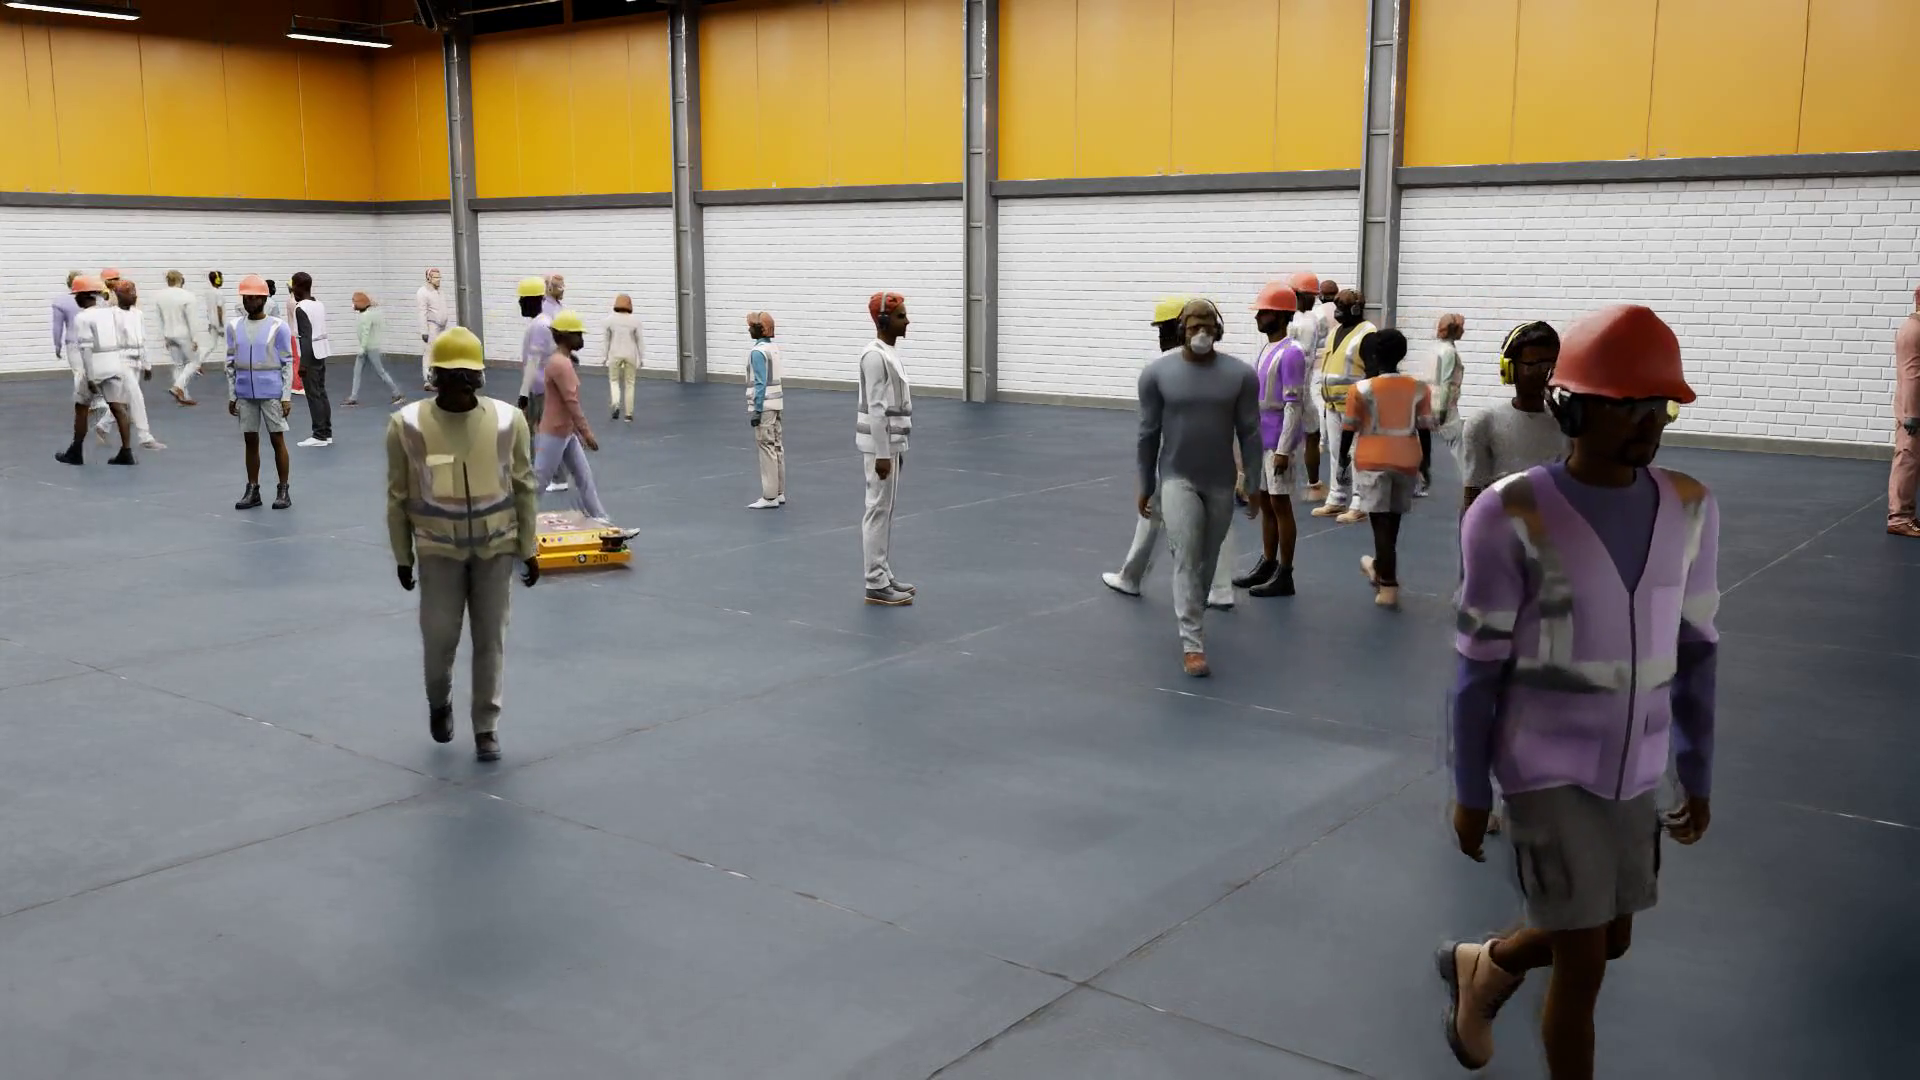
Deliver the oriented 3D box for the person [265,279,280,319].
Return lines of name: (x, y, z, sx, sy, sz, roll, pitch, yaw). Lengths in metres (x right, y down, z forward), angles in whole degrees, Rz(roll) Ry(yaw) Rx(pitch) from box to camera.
person: (-11.401, -3.450, 27.484, 0.322, 1.696, 0.536, -9, 13, -41)

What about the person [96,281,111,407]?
person: (-11.868, -2.706, 23.020, 0.323, 1.743, 0.489, -3, 10, -15)

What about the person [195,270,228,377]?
person: (-12.889, -3.727, 28.720, 0.521, 1.837, 0.841, 7, 12, 37)

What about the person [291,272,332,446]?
person: (-7.153, -1.993, 18.369, 0.373, 1.914, 0.596, -1, 10, -4)

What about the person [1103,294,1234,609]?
person: (1.315, -0.534, 10.024, 0.579, 1.866, 0.969, -7, 12, -35)

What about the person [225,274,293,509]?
person: (-5.805, -1.219, 13.788, 0.545, 1.943, 0.347, 0, 10, 0)

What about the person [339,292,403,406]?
person: (-8.250, -2.672, 23.277, 0.831, 1.589, 0.500, -7, 12, -34)

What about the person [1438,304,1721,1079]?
person: (1.359, 0.470, 3.765, 0.619, 2.012, 0.878, -3, 10, -15)

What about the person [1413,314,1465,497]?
person: (4.237, -1.146, 14.353, 0.849, 1.592, 0.527, 0, 10, -1)

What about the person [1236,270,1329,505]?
person: (2.719, -1.262, 13.943, 1.067, 1.995, 0.625, -4, 11, -22)

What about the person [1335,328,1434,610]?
person: (2.550, -0.453, 10.115, 0.545, 1.648, 0.863, -2, 10, -10)

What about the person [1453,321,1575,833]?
person: (2.064, 0.135, 6.118, 0.531, 1.871, 0.322, -3, 10, -19)

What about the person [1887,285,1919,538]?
person: (7.228, -0.981, 12.490, 0.409, 1.913, 0.648, 8, 13, 39)

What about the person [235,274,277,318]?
person: (-8.681, -2.352, 20.594, 0.514, 1.872, 0.328, -6, 11, -29)

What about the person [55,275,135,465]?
person: (-8.720, -1.686, 16.658, 0.916, 1.894, 0.552, 3, 10, 16)

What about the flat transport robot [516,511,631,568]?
flat transport robot: (-2.821, -0.026, 11.702, 0.652, 0.197, 1.431, -5, 11, -25)

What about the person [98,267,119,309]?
person: (-12.754, -3.154, 25.158, 0.541, 1.913, 0.518, 8, 13, 40)

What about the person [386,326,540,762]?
person: (-2.063, 0.021, 6.941, 0.595, 1.818, 0.422, -4, 11, -23)

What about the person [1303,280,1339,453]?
person: (3.909, -1.839, 17.712, 0.620, 1.837, 0.429, -4, 10, -22)

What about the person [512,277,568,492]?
person: (-3.839, -1.361, 14.732, 0.751, 1.902, 0.601, -2, 10, -11)

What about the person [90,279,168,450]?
person: (-9.070, -1.889, 17.981, 0.922, 1.854, 0.588, 2, 10, 10)

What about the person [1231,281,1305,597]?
person: (1.930, -0.620, 10.302, 0.350, 1.942, 0.545, -2, 10, -10)

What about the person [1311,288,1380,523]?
person: (3.063, -1.059, 13.149, 0.430, 1.844, 0.624, -4, 10, -21)

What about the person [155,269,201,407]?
person: (-10.802, -2.774, 22.945, 0.636, 1.912, 0.512, 2, 10, 14)

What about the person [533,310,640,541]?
person: (-2.800, -0.754, 11.746, 0.963, 1.715, 0.520, -2, 10, -10)

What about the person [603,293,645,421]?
person: (-4.237, -2.294, 20.959, 0.531, 1.620, 0.370, -1, 10, -7)

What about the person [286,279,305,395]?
person: (-9.953, -3.057, 25.010, 0.316, 1.765, 0.523, -6, 12, -32)

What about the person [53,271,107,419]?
person: (-11.406, -2.530, 21.592, 0.648, 1.894, 0.925, -7, 12, -37)

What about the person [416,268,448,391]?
person: (-8.137, -3.257, 25.789, 0.404, 1.900, 0.643, 2, 10, 12)

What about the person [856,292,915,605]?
person: (-0.448, -0.553, 10.094, 0.354, 1.880, 0.572, 1, 10, 5)

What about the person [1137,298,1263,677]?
person: (1.238, -0.309, 8.650, 0.642, 1.895, 1.000, 0, 10, -2)

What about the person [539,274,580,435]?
person: (-4.675, -2.142, 19.356, 0.601, 1.883, 0.639, -1, 10, -3)

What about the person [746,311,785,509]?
person: (-1.625, -1.073, 13.859, 0.313, 1.642, 0.531, 2, 10, 9)
